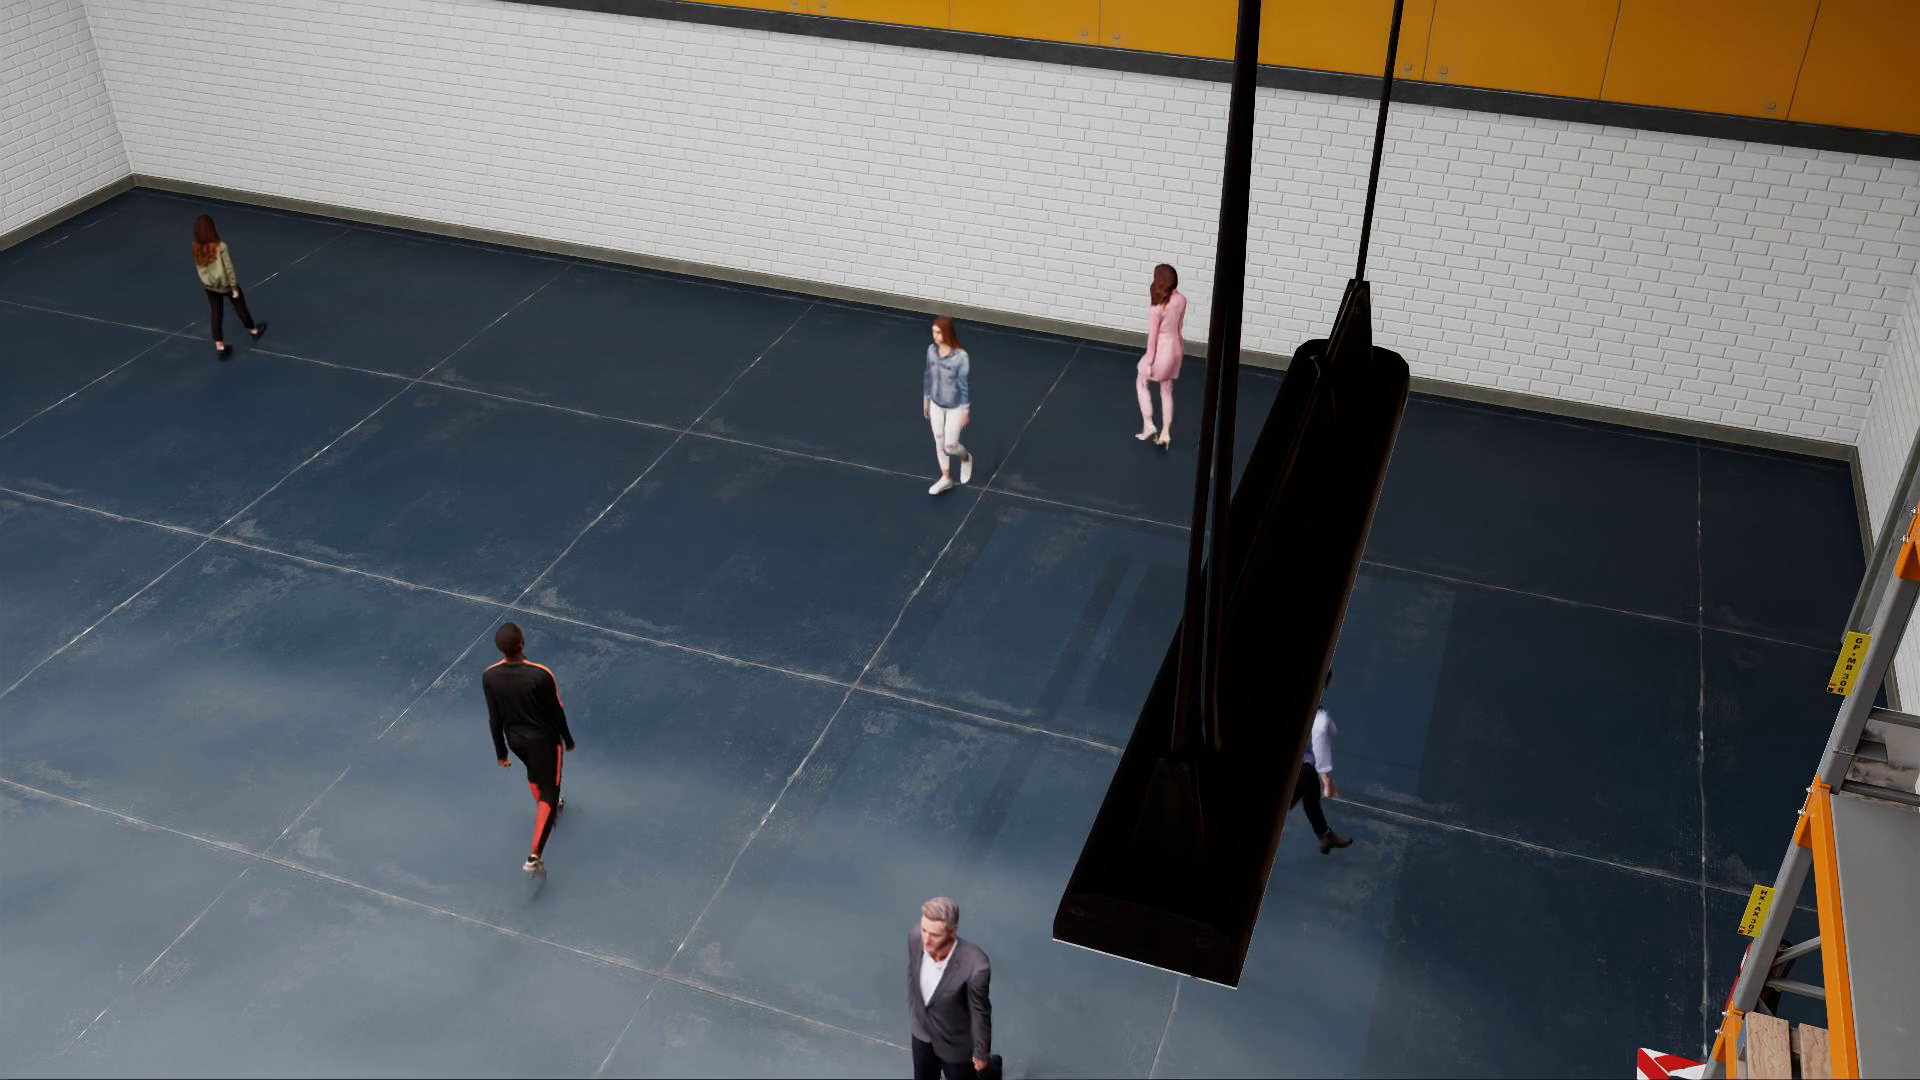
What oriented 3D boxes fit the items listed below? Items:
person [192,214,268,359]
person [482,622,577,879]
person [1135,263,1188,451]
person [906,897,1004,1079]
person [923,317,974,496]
[{"bbox_3d":[-7.450,-2.519,16.661,0.686,1.445,0.936,7,34,10],"label":"person"},{"bbox_3d":[-2.731,1.338,10.554,0.772,1.782,1.166,4,34,7],"label":"person"},{"bbox_3d":[1.894,-1.607,14.978,0.728,1.790,0.801,-20,38,-27],"label":"person"},{"bbox_3d":[-0.026,2.528,8.725,0.906,1.824,1.068,24,40,31],"label":"person"},{"bbox_3d":[-0.054,-1.185,14.434,0.736,1.689,0.812,23,40,30],"label":"person"}]
